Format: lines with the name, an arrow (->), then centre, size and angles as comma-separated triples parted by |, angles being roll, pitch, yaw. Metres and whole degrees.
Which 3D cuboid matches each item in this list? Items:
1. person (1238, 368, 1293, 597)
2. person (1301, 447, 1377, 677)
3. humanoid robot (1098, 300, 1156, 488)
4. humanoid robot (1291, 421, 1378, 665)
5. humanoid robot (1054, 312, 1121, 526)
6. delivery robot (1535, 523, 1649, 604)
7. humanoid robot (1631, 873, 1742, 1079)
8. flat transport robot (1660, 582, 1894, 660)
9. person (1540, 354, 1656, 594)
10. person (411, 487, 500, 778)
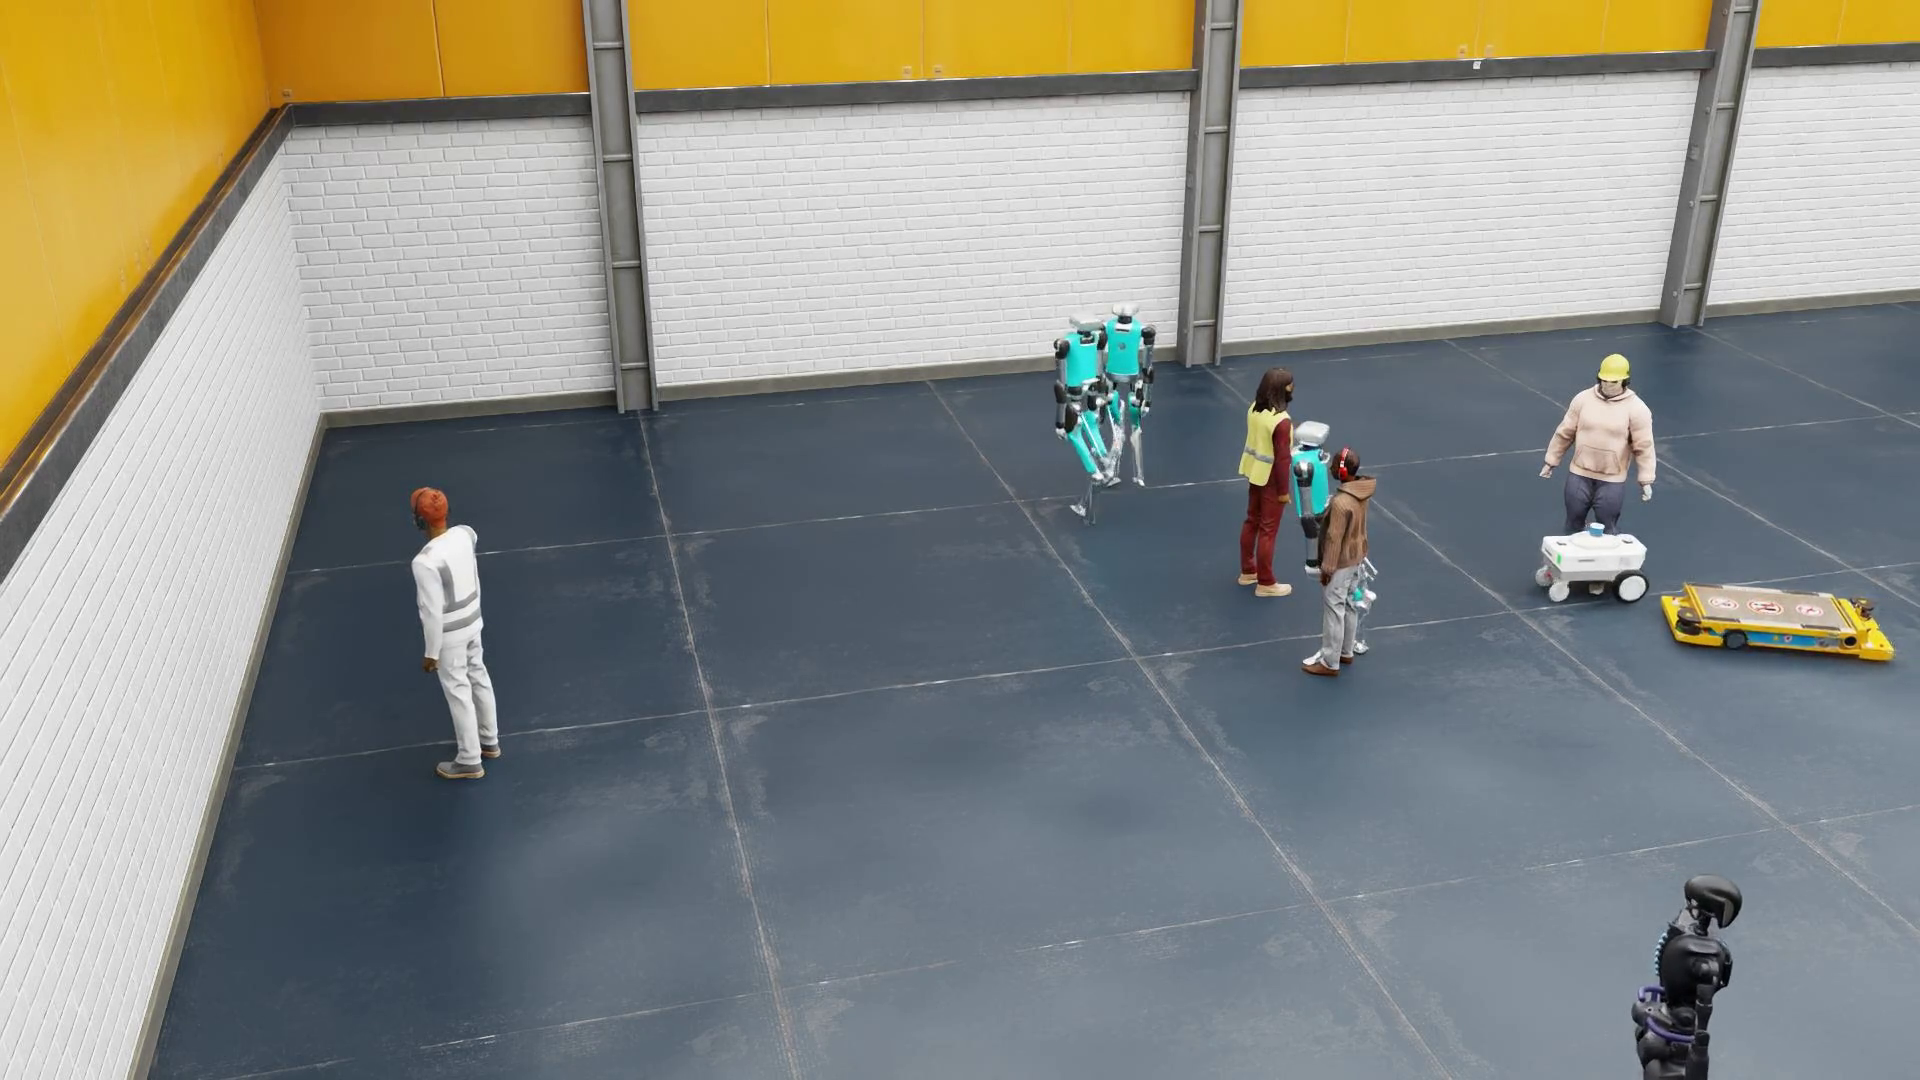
person -> 2.299, -0.435, 12.489 | 0.381, 1.768, 0.466 | -8, 25, -18
person -> 2.596, 0.153, 11.303 | 0.328, 1.648, 0.463 | 15, 28, 31
humanoid robot -> 1.446, -1.263, 14.456 | 0.531, 1.821, 0.790 | 6, 25, 14
humanoid robot -> 2.647, 0.063, 11.387 | 0.848, 1.763, 0.621 | 8, 25, 18
humanoid robot -> 1.150, -0.923, 13.734 | 0.546, 1.853, 0.740 | -19, 30, -36
delivery robot -> 4.825, 0.171, 12.639 | 0.801, 0.612, 0.499 | -2, 24, -4
humanoid robot -> 2.881, 2.085, 6.881 | 0.491, 1.636, 0.613 | 4, 24, 9
flat transport robot -> 5.890, 0.585, 12.030 | 1.431, 0.231, 0.659 | 5, 24, 10
person -> 4.824, -0.514, 12.545 | 0.822, 1.864, 0.413 | 16, 28, 32
person -> -3.076, 0.565, 10.077 | 0.356, 1.881, 0.573 | 6, 25, 14
